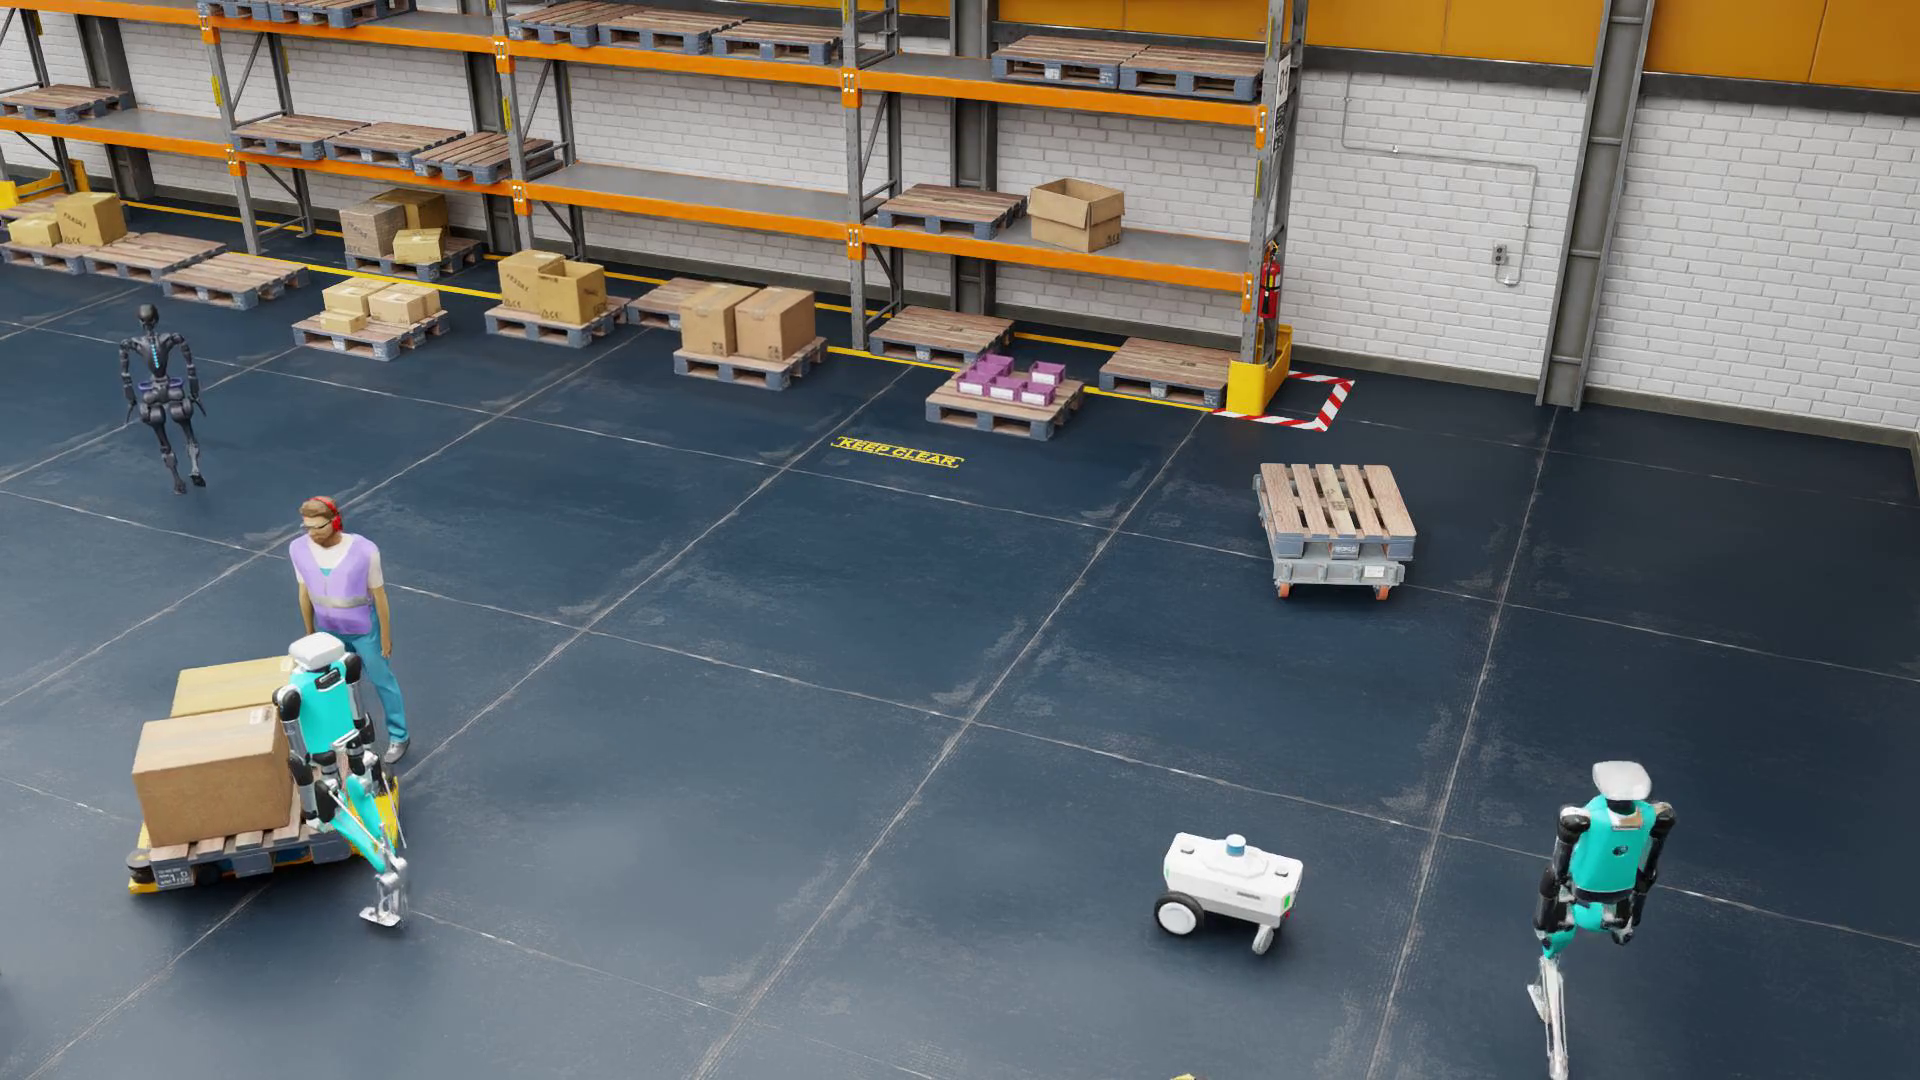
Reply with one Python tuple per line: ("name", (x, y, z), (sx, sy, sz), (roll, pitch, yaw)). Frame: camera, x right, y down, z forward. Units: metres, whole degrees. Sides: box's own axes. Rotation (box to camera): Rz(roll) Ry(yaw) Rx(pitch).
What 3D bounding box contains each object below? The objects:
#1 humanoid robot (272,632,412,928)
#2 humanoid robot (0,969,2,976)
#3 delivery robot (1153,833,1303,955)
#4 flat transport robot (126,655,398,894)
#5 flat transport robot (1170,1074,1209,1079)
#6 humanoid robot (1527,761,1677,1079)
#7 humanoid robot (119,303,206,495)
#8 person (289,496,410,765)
("humanoid robot", (-3.090, 1.396, 8.733), (0.741, 1.892, 0.552), (12, 30, 22))
("humanoid robot", (-5.221, 1.639, 8.216), (0.322, 1.647, 0.587), (2, 27, 4))
("delivery robot", (1.454, 1.861, 8.999), (0.744, 0.582, 0.518), (11, 29, 19))
("flat transport robot", (-4.027, 1.676, 9.683), (1.431, 0.231, 0.659), (-8, 28, -15))
("flat transport robot", (1.068, 2.908, 7.293), (0.659, 0.231, 1.431), (-10, 29, -19))
("humanoid robot", (2.951, 1.697, 8.042), (0.545, 1.766, 0.853), (-2, 27, -4))
("humanoid robot", (-6.527, -1.136, 13.603), (0.600, 1.649, 0.429), (-13, 30, -23))
("person", (-3.726, 0.537, 10.186), (0.559, 1.834, 0.398), (5, 28, 9))
